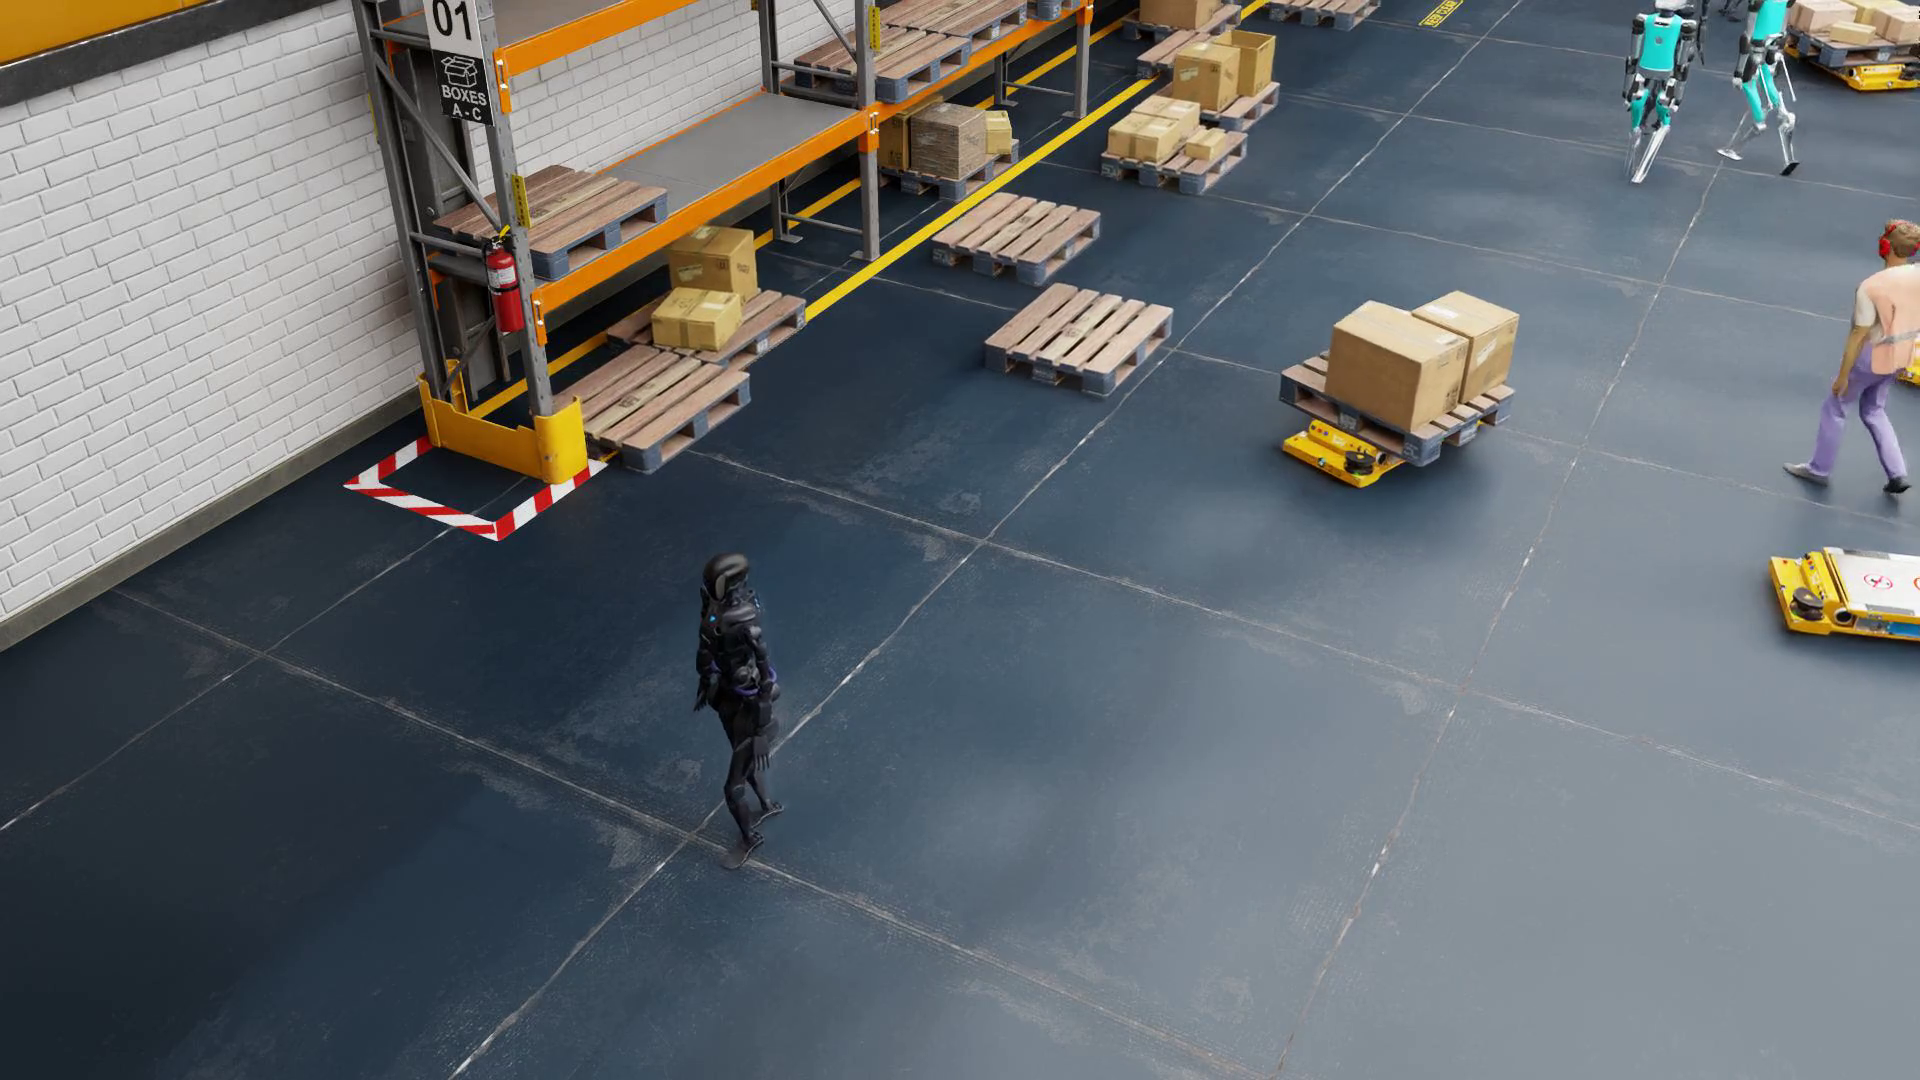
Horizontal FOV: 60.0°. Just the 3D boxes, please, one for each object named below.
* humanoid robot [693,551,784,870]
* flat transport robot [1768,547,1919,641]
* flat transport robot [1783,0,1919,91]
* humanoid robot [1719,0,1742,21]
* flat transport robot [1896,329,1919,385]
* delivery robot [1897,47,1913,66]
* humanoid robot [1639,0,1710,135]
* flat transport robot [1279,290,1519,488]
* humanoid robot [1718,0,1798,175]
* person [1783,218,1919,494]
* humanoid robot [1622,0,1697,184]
[{"bbox_3d":[-1.051,0.764,7.721,0.526,1.642,0.601,-24,40,-32],"label":"humanoid robot"},{"bbox_3d":[5.509,0.355,9.610,1.431,0.231,0.659,7,34,10],"label":"flat transport robot"},{"bbox_3d":[9.621,-5.182,17.989,0.659,0.231,1.431,-5,34,-8],"label":"flat transport robot"},{"bbox_3d":[9.156,-6.904,19.330,0.425,1.645,0.585,-4,34,-6],"label":"humanoid robot"},{"bbox_3d":[7.364,-1.487,12.397,1.431,0.231,0.659,-28,43,-35],"label":"flat transport robot"},{"bbox_3d":[10.580,-5.319,17.951,0.499,0.611,0.792,-5,34,-8],"label":"delivery robot"},{"bbox_3d":[6.918,-4.740,16.040,0.608,1.654,0.380,-4,34,-6],"label":"humanoid robot"},{"bbox_3d":[2.921,-0.789,11.341,1.431,0.231,0.659,-25,41,-33],"label":"flat transport robot"},{"bbox_3d":[7.528,-4.218,15.227,0.554,1.791,0.924,-14,36,-21],"label":"humanoid robot"},{"bbox_3d":[5.746,-1.092,10.402,0.601,1.811,0.653,-18,37,-25],"label":"person"},{"bbox_3d":[6.244,-3.979,14.944,0.547,1.908,0.714,21,39,28],"label":"humanoid robot"}]
